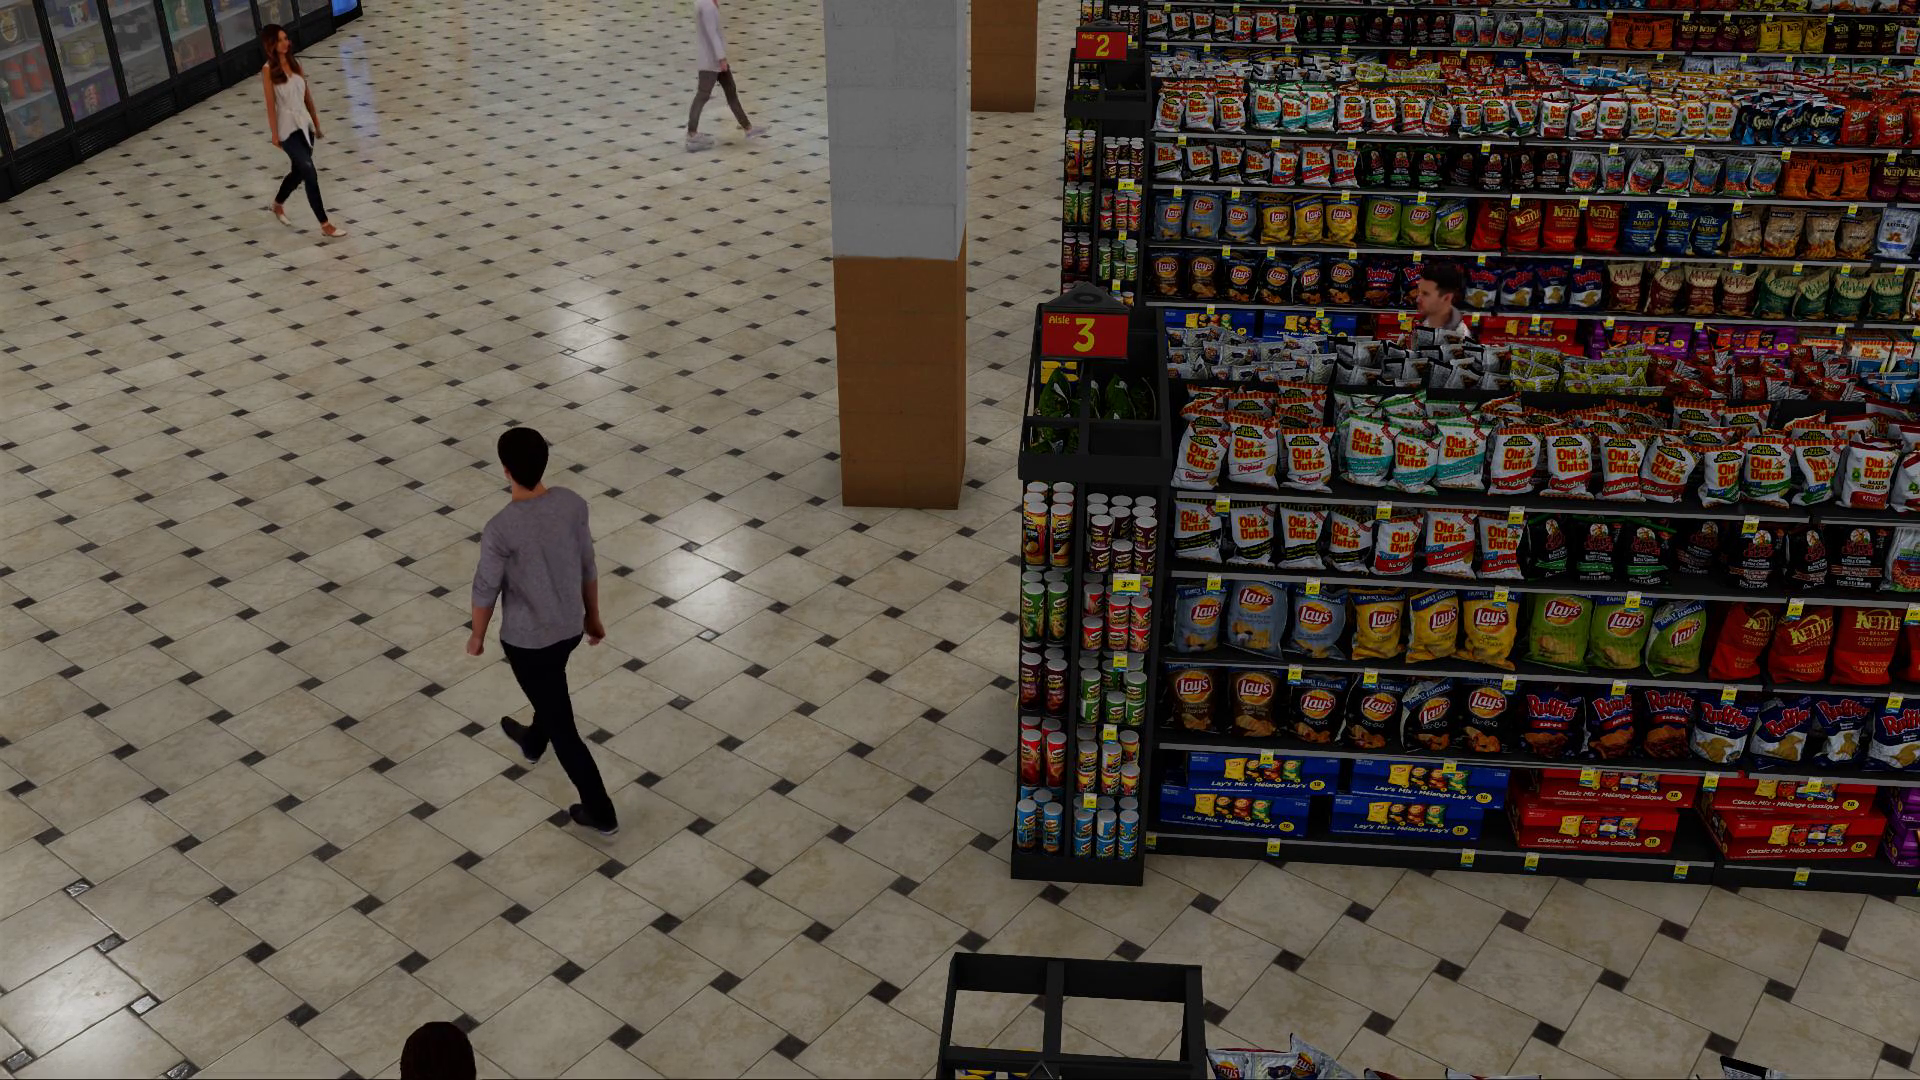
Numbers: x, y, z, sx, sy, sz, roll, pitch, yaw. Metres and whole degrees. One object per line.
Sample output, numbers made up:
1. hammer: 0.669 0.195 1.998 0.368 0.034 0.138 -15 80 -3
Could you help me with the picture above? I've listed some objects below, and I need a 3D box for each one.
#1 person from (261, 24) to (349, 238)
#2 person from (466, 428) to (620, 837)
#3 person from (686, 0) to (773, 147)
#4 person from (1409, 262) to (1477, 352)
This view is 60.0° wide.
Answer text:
1. person: -5.706 -3.447 14.089 1.164 1.753 0.835 11 31 20
2. person: -1.680 0.432 6.941 1.256 1.794 1.056 19 34 31
3. person: -2.543 -4.759 16.453 1.161 1.790 0.819 -3 29 -5
4. person: 2.585 -0.593 8.783 1.125 1.828 0.883 -4 29 -8
